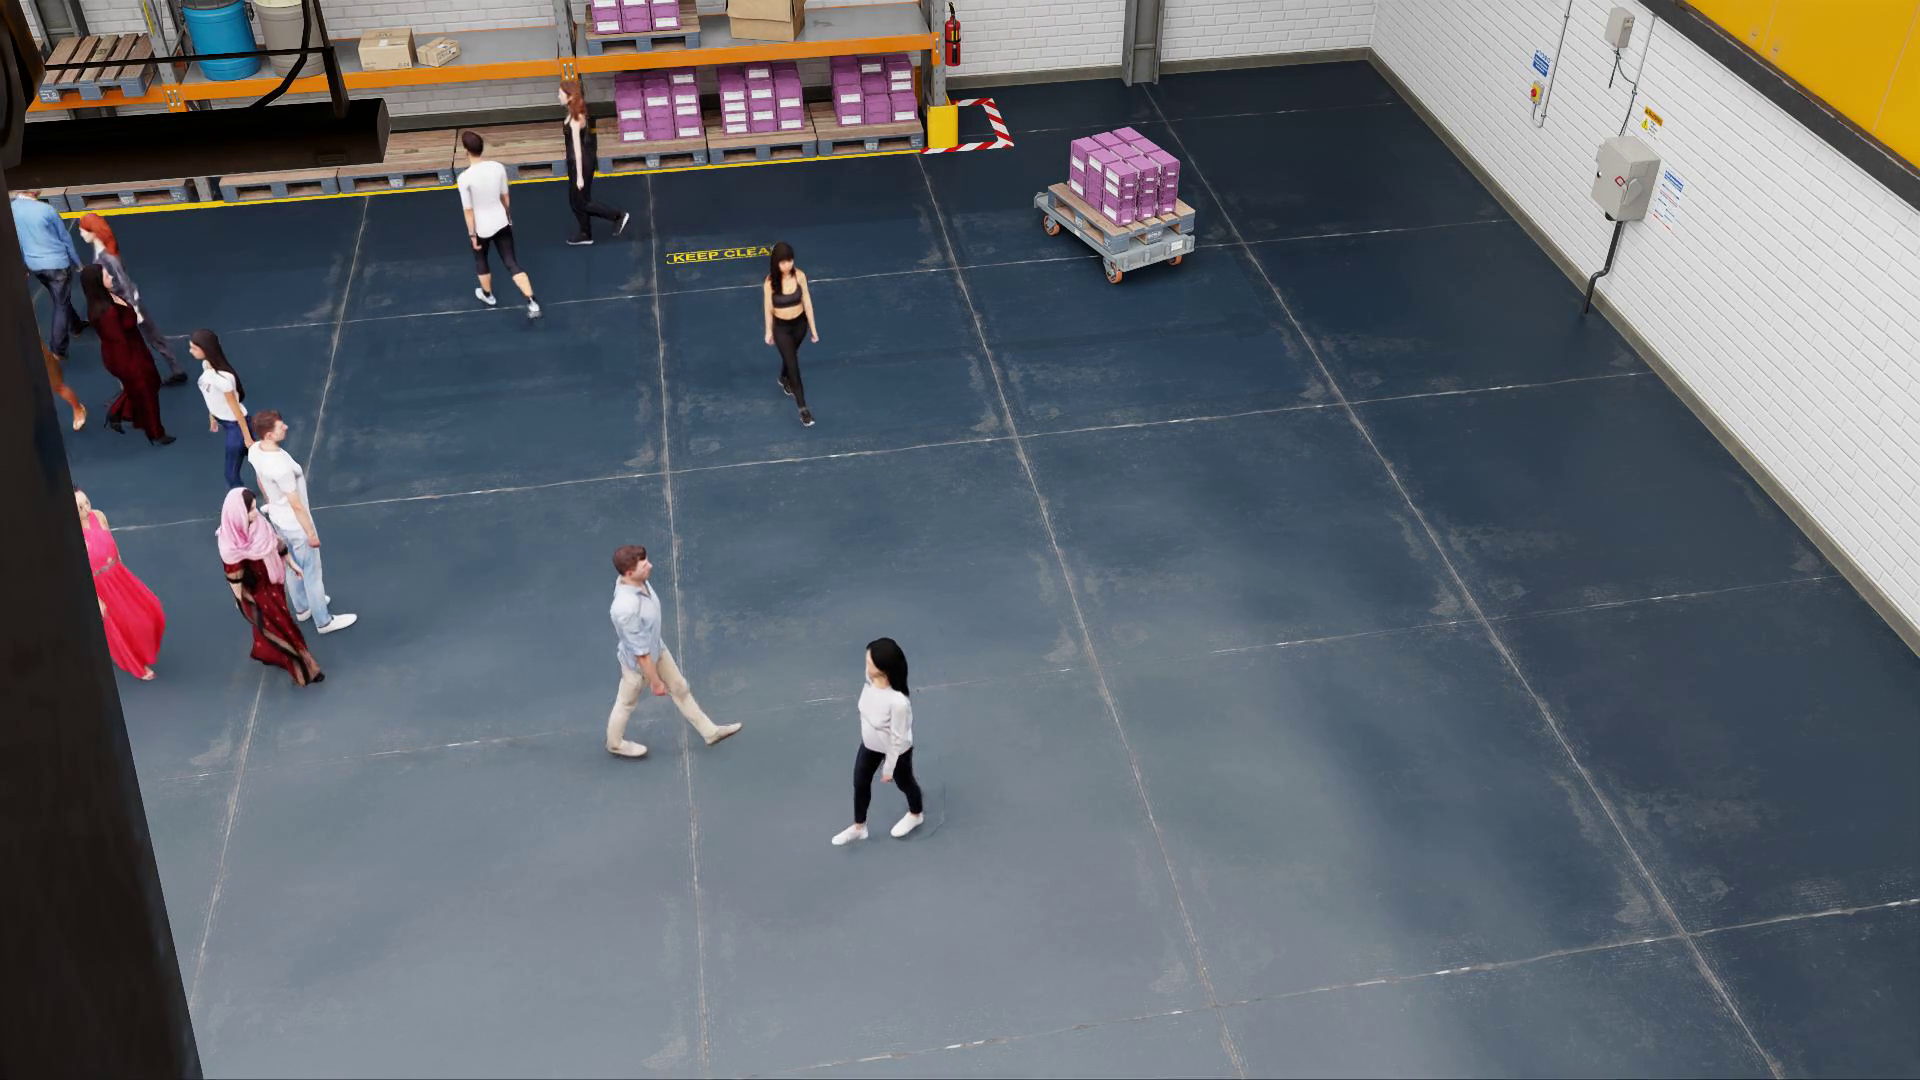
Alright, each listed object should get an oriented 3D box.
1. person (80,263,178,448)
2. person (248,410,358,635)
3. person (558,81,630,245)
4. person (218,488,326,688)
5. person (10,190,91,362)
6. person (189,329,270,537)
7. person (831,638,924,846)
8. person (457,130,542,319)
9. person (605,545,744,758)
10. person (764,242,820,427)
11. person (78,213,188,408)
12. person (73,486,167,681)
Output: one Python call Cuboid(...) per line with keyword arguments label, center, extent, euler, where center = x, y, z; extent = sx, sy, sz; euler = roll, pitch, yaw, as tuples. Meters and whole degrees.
Cuboid(label="person", center=(-6.985, -1.480, 13.766), extent=(0.878, 1.747, 0.794), euler=(-19, 42, -22))
Cuboid(label="person", center=(-4.824, -0.136, 11.999), extent=(0.733, 1.852, 0.756), euler=(30, 47, 32))
Cuboid(label="person", center=(-3.700, -3.744, 16.611), extent=(0.915, 1.734, 0.682), euler=(-12, 40, -15))
Cuboid(label="person", center=(-4.974, 0.288, 11.645), extent=(0.980, 1.631, 0.841), euler=(6, 39, 8))
Cuboid(label="person", center=(-8.226, -2.447, 14.956), extent=(1.130, 1.772, 0.921), euler=(2, 39, 2))
Cuboid(label="person", center=(-5.580, -0.906, 13.044), extent=(0.999, 1.751, 0.852), euler=(-25, 45, -28))
Cuboid(label="person", center=(-0.369, 1.244, 10.409), extent=(0.968, 1.679, 0.840), euler=(-26, 46, -29))
Cuboid(label="person", center=(-4.299, -2.875, 15.457), extent=(1.241, 1.817, 1.174), euler=(-30, 47, -32))
Cuboid(label="person", center=(-2.170, 0.778, 10.890), extent=(1.233, 1.807, 0.833), euler=(1, 39, 1))
Cuboid(label="person", center=(-1.494, -1.863, 14.364), extent=(1.068, 1.599, 0.846), euler=(-17, 42, -20))
Cuboid(label="person", center=(-7.177, -2.058, 14.496), extent=(1.070, 1.738, 0.861), euler=(-24, 44, -27))
Cuboid(label="person", center=(-5.978, 0.318, 11.543), extent=(0.824, 1.710, 0.761), euler=(13, 40, 16))
